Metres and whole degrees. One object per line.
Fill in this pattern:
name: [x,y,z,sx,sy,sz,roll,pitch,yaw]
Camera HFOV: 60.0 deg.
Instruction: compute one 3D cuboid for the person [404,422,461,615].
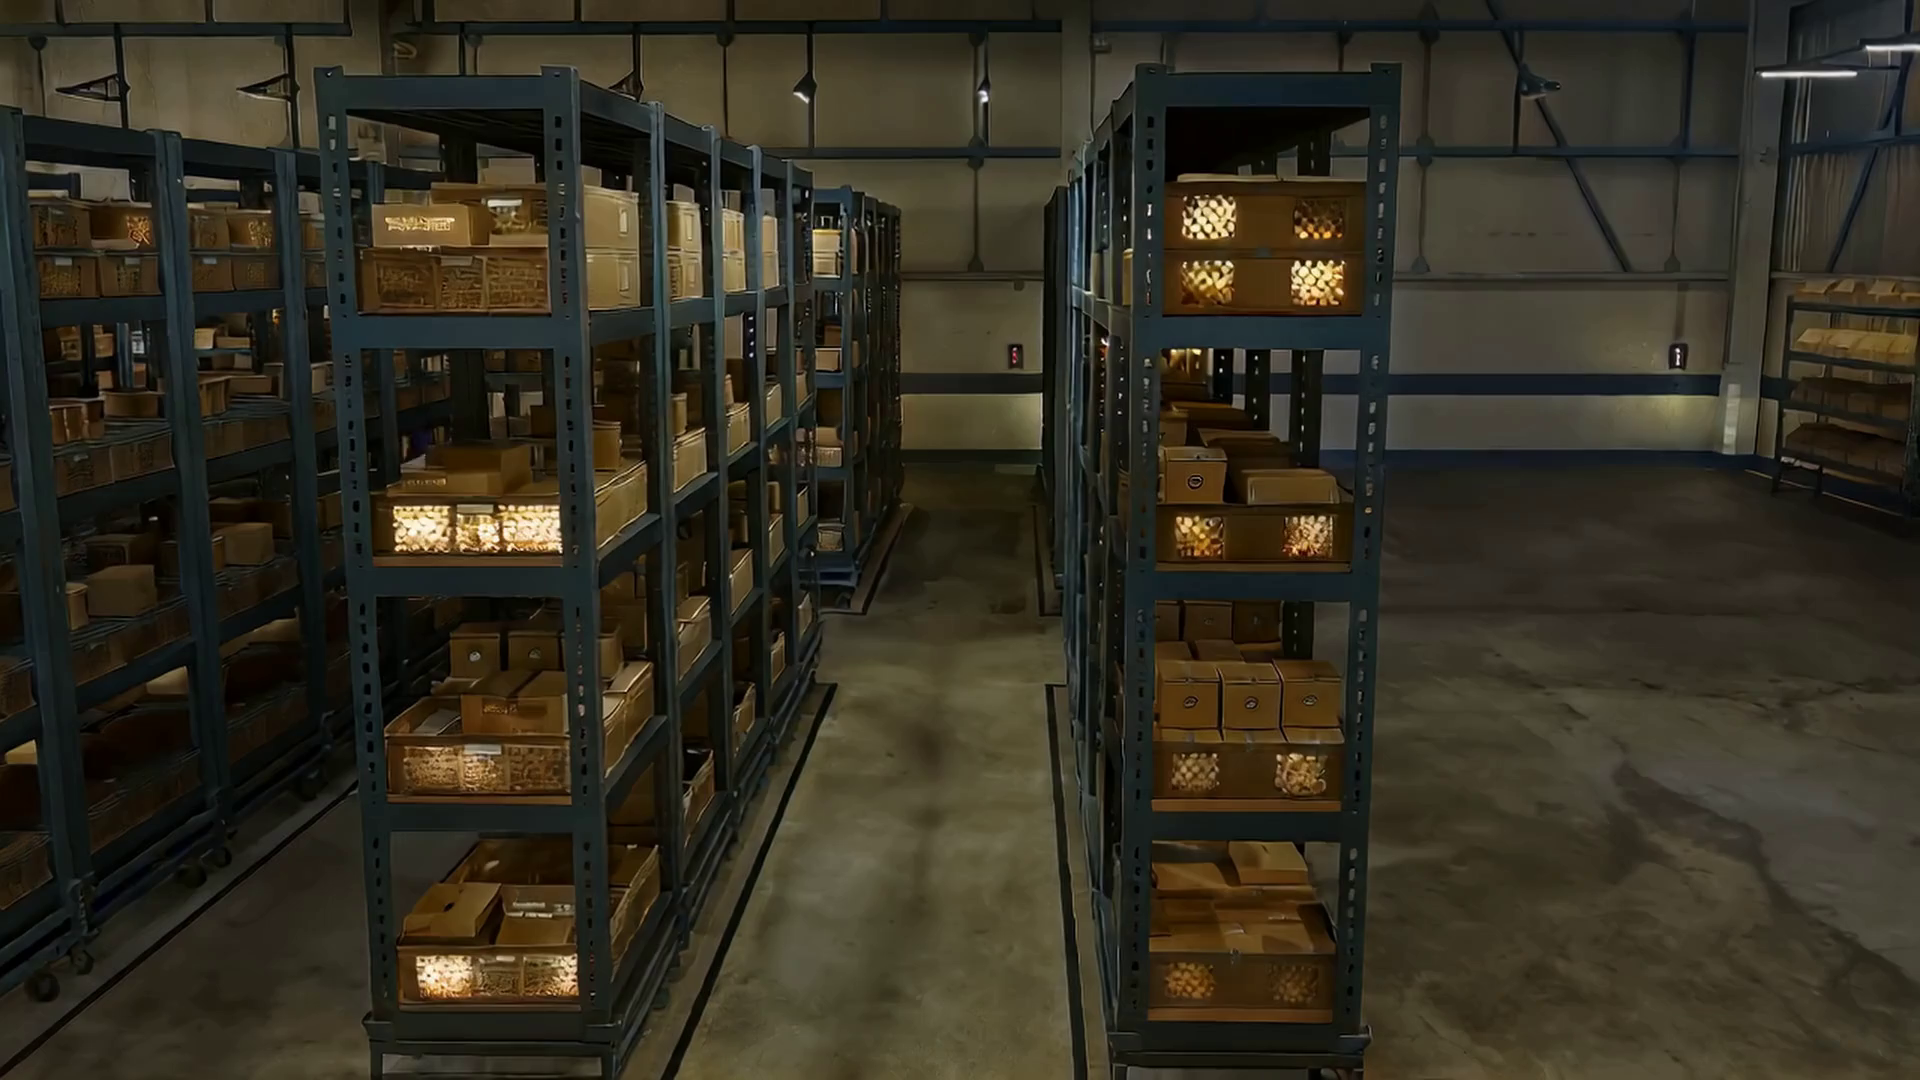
person: [-3.931,-0.010,12.696,0.964,1.793,0.620,5,11,29]
